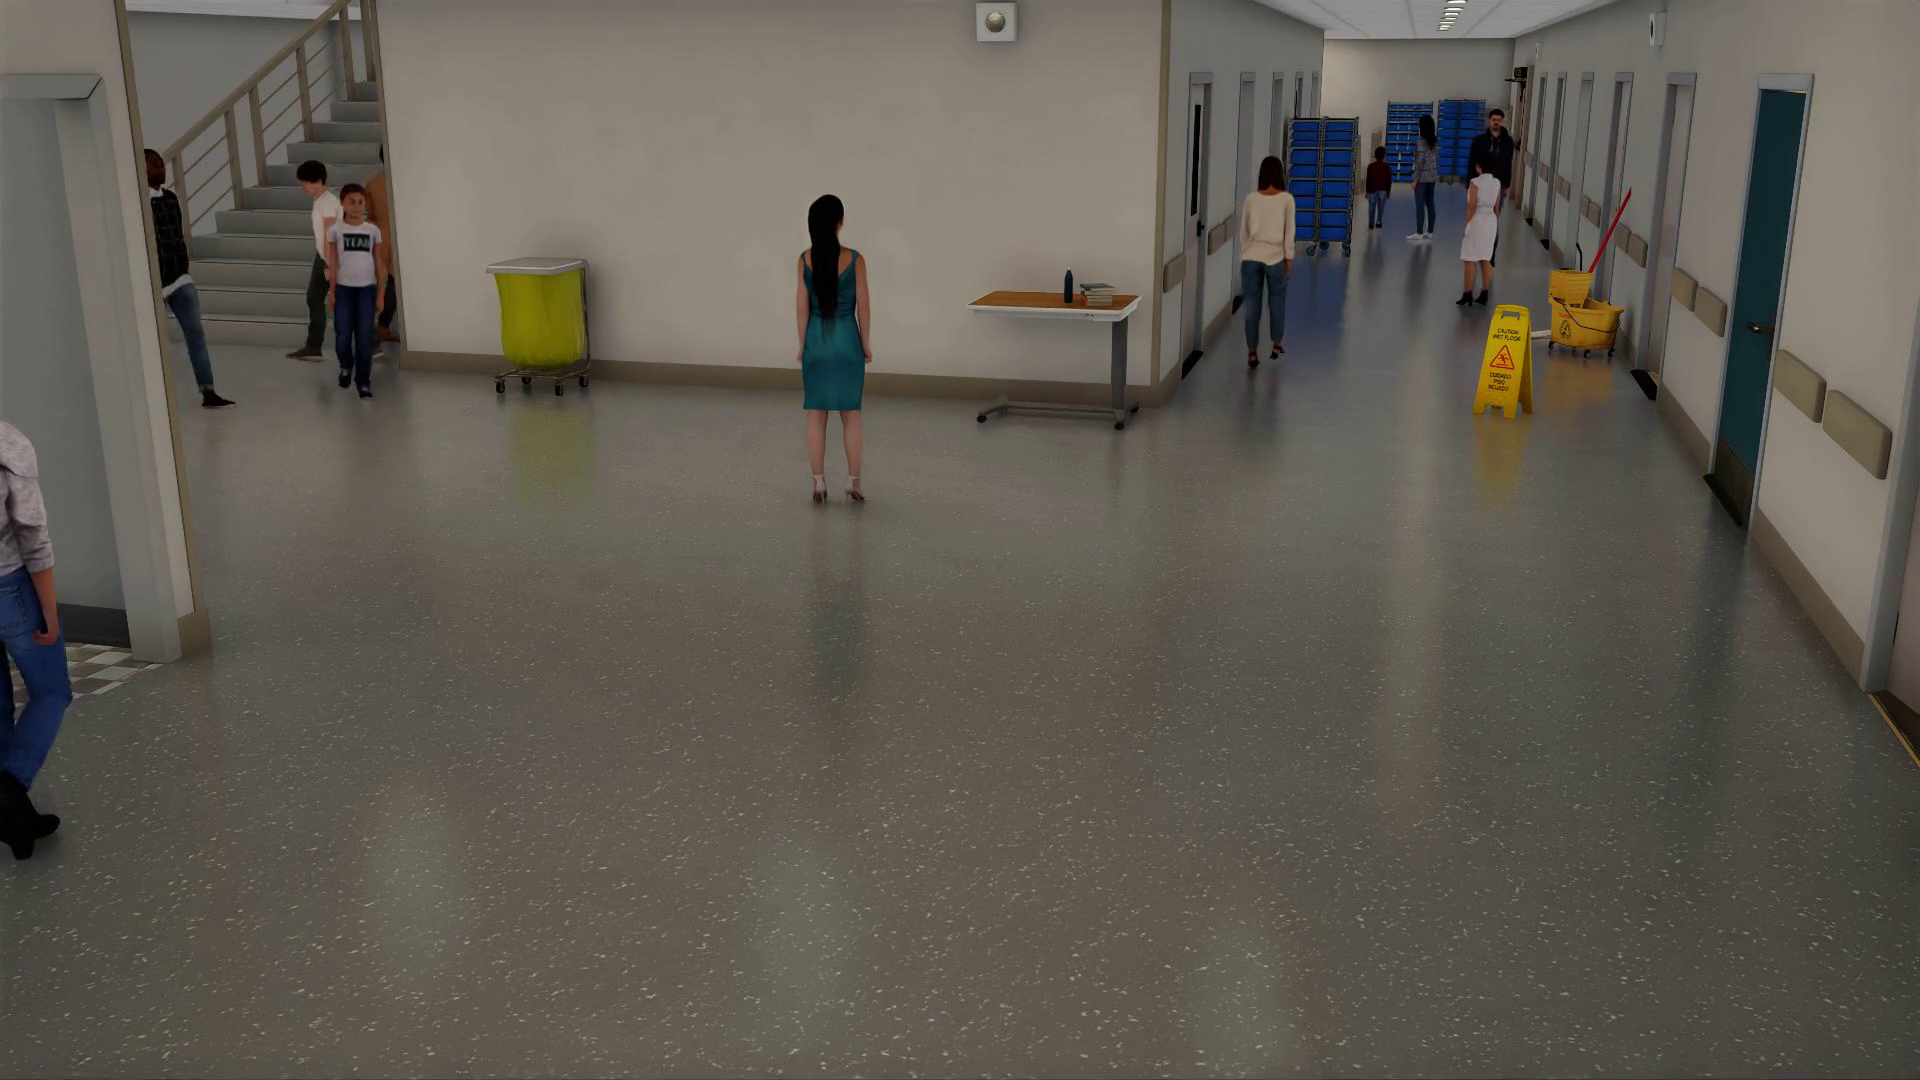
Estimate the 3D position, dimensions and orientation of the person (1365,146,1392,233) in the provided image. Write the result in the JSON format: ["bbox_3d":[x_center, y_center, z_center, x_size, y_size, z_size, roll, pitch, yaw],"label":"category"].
[{"bbox_3d":[6.179,-5.166,24.567,0.539,1.241,0.826,5,17,18],"label":"person"}]

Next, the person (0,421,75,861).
[{"bbox_3d":[-2.861,0.206,4.818,0.714,1.620,0.806,0,16,0],"label":"person"}]

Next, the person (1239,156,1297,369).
[{"bbox_3d":[2.412,-2.188,13.239,0.685,1.658,0.919,6,17,20],"label":"person"}]

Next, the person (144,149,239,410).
[{"bbox_3d":[-5.583,-1.755,11.487,0.890,1.774,1.202,7,17,23],"label":"person"}]

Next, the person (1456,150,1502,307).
[{"bbox_3d":[5.293,-3.161,16.891,0.663,1.549,0.709,-7,17,-25],"label":"person"}]

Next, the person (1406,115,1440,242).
[{"bbox_3d":[6.588,-5.133,23.548,0.664,1.732,0.747,-11,19,-35],"label":"person"}]

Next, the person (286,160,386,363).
[{"bbox_3d":[-5.000,-2.238,13.502,1.100,1.610,0.995,-12,20,-37],"label":"person"}]

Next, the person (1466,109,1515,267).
[{"bbox_3d":[6.445,-4.285,20.312,0.761,1.856,1.228,3,16,10],"label":"person"}]

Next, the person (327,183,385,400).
[{"bbox_3d":[-4.418,-1.820,12.132,0.753,1.549,0.817,-6,17,-21],"label":"person"}]

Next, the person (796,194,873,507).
[{"bbox_3d":[-0.697,-1.026,9.063,0.599,1.686,0.543,1,16,2],"label":"person"}]
